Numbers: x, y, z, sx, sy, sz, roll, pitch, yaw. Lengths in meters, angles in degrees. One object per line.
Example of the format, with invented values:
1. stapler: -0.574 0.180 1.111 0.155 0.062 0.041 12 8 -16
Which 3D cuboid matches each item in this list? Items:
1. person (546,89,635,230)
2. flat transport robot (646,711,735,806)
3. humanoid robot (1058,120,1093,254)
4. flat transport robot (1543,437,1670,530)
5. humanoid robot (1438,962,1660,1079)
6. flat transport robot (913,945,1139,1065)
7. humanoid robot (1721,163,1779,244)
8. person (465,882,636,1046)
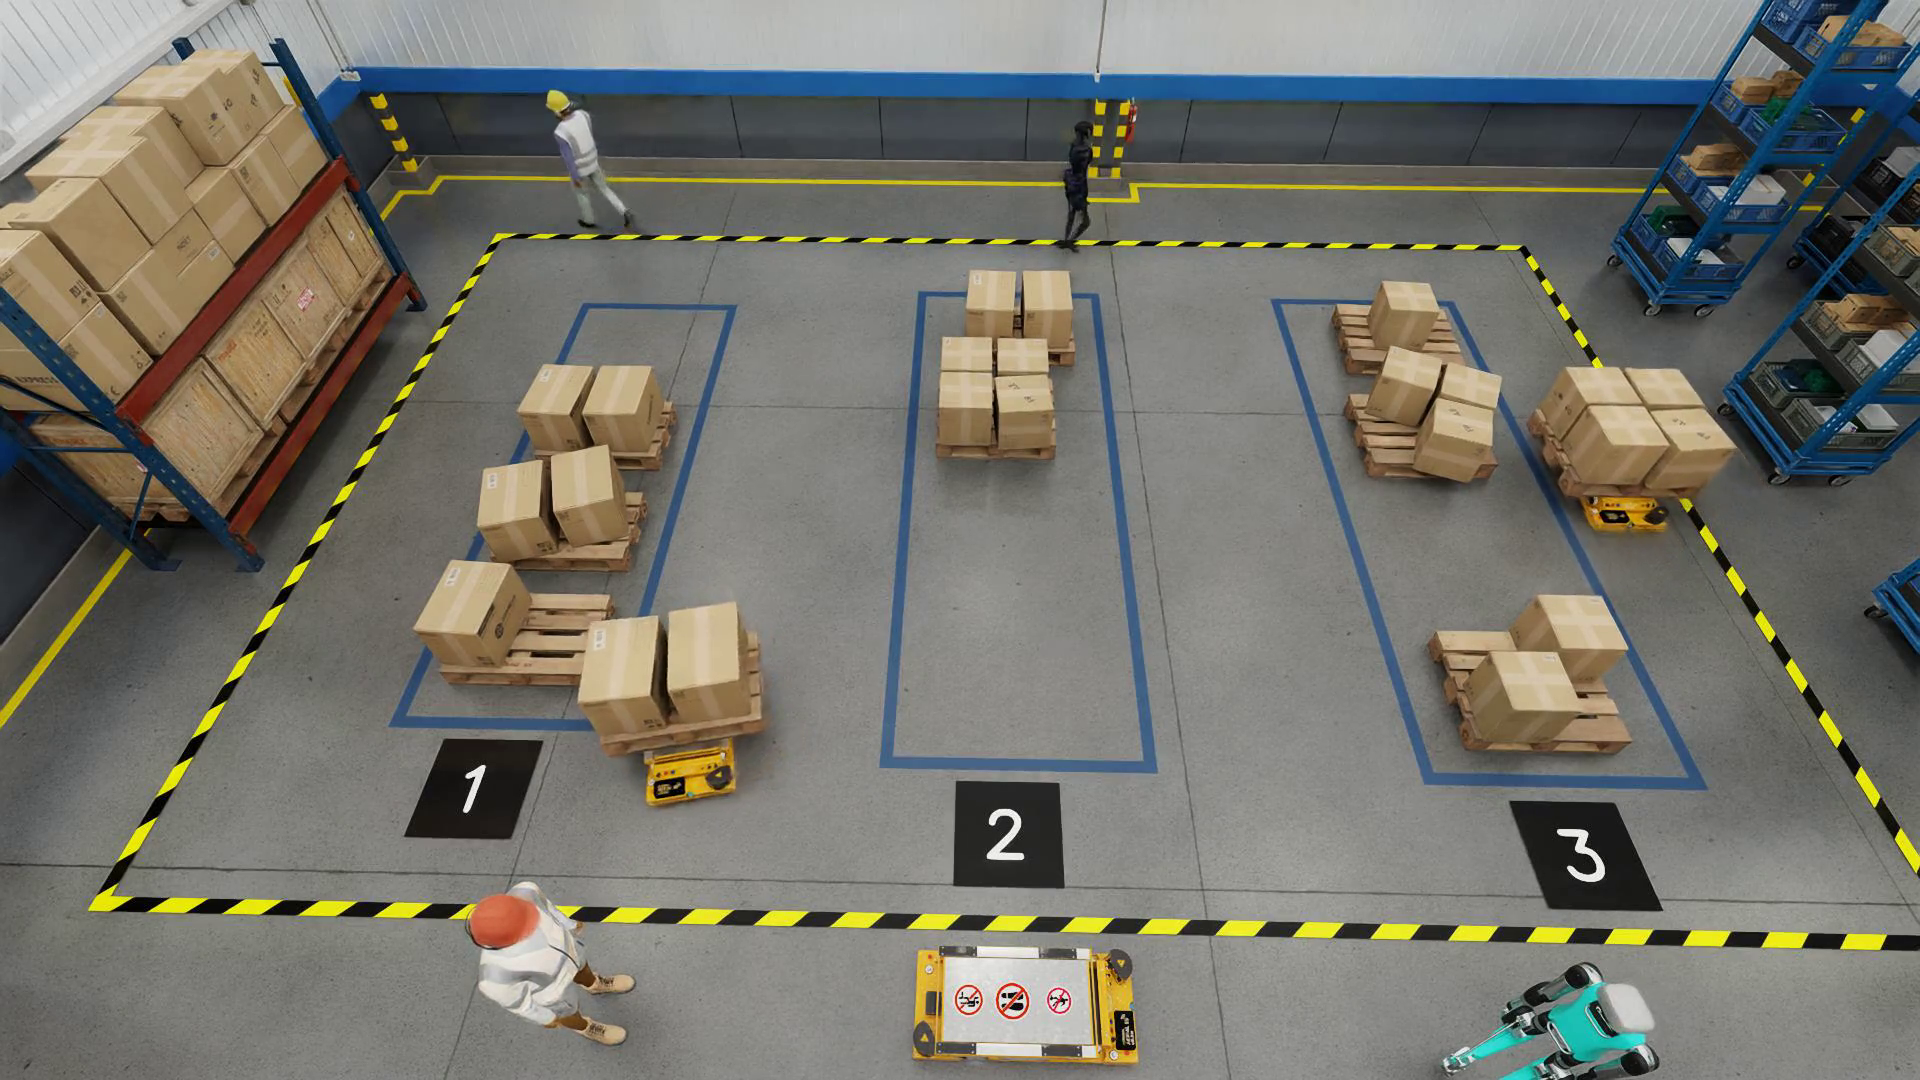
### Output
1. person: -4.585 -4.616 11.257 0.756 1.804 0.596 22 54 17
2. flat transport robot: -2.165 1.371 7.350 0.652 0.197 1.431 -8 51 -6
3. humanoid robot: 1.414 -4.243 11.035 0.340 1.653 0.588 -8 51 -7
4. flat transport robot: 6.330 -0.708 9.045 0.652 0.197 1.431 1 51 1
5. humanoid robot: 3.108 2.873 5.113 0.735 1.672 0.533 -12 52 -10
6. flat transport robot: 0.422 3.041 6.007 1.431 0.231 0.659 1 51 1
7. humanoid robot: 9.255 -4.033 10.883 0.613 1.624 0.750 -21 54 -16
8. person: -2.341 2.480 5.322 0.376 2.041 0.613 -1 51 -1
